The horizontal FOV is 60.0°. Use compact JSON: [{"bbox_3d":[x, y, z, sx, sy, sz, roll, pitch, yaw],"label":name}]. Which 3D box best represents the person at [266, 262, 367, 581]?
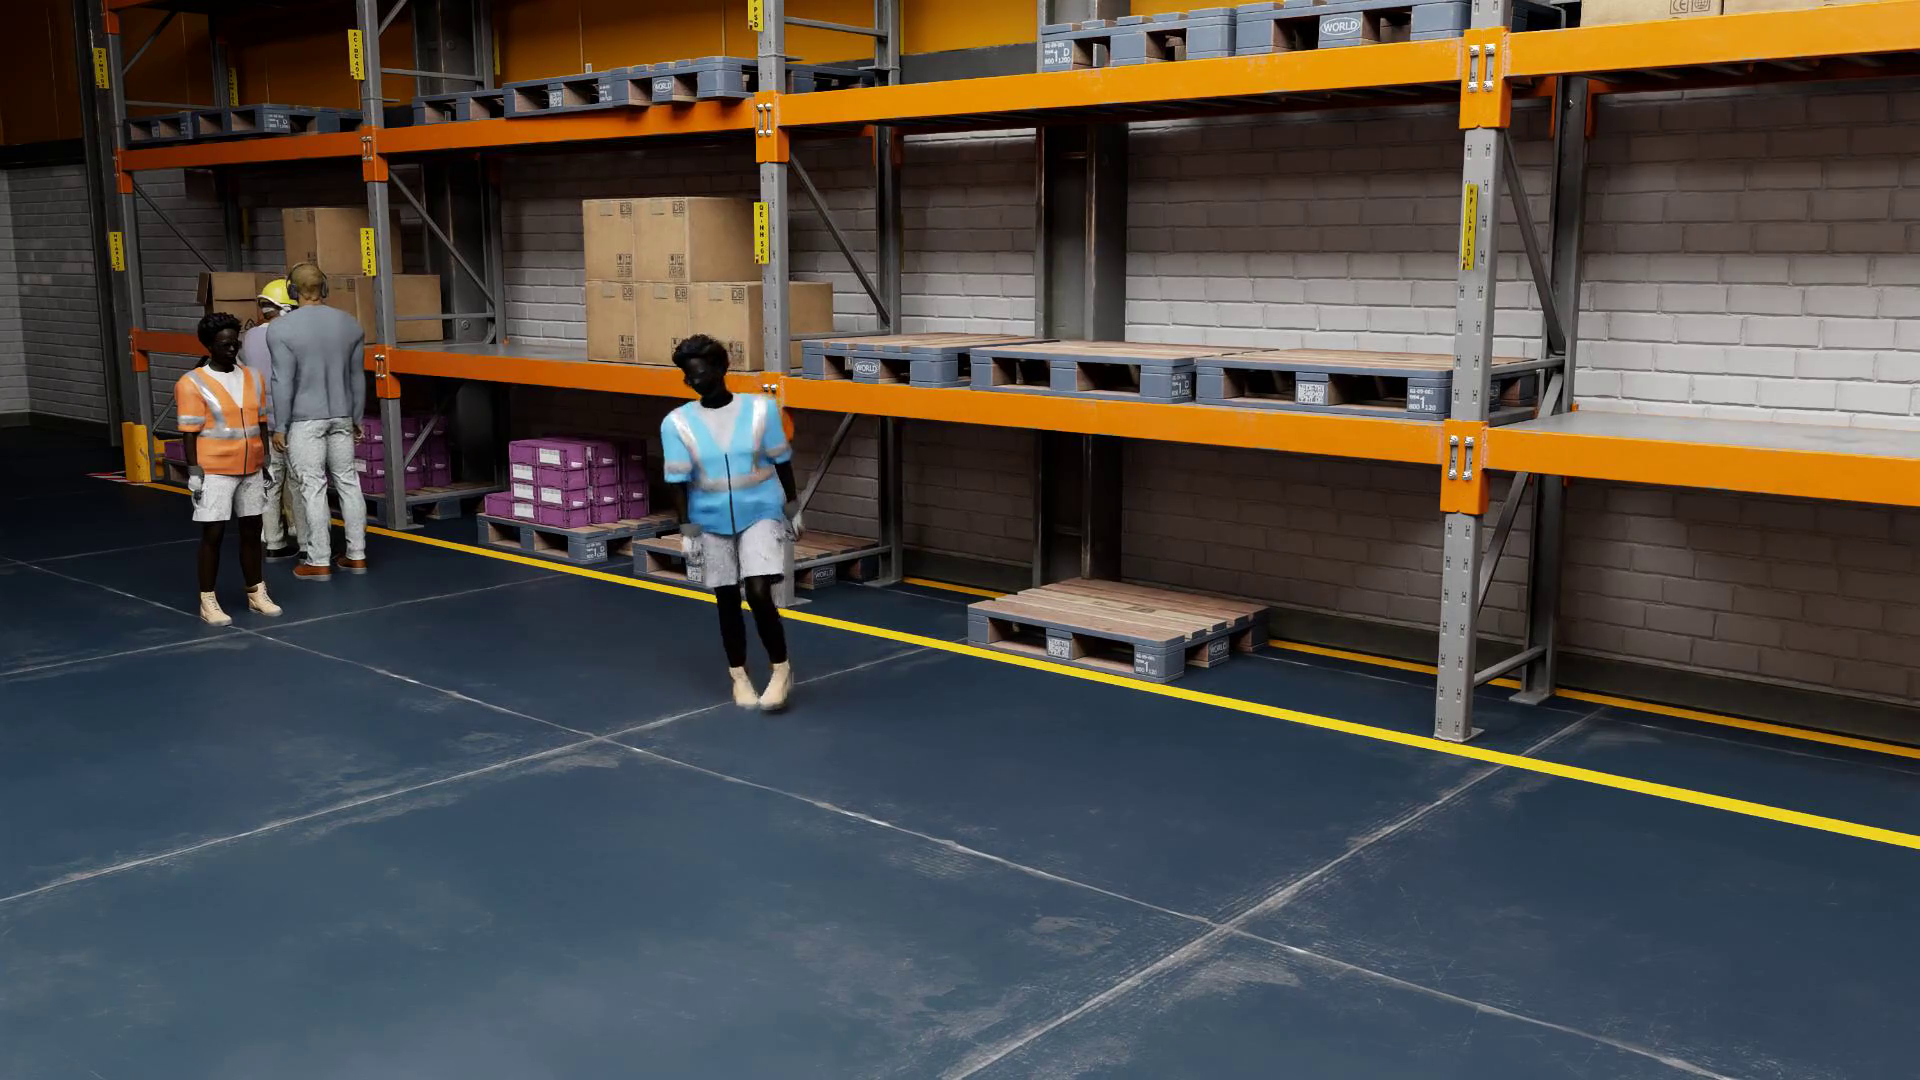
[{"bbox_3d":[-3.913,-0.718,10.167,0.362,1.936,0.631,7,12,36],"label":"person"}]

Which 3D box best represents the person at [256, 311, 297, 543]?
[{"bbox_3d":[-4.717,-0.795,11.495,0.277,1.629,0.497,7,12,35],"label":"person"}]

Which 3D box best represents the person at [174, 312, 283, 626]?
[{"bbox_3d":[-3.942,-0.379,8.960,0.320,1.687,0.533,6,11,29],"label":"person"}]

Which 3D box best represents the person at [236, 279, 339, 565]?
[{"bbox_3d":[-4.316,-0.750,10.673,0.588,1.822,0.403,4,11,20],"label":"person"}]

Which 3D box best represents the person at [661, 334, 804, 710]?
[{"bbox_3d":[-0.977,-0.053,7.189,0.592,1.659,0.478,-1,10,-3],"label":"person"}]
